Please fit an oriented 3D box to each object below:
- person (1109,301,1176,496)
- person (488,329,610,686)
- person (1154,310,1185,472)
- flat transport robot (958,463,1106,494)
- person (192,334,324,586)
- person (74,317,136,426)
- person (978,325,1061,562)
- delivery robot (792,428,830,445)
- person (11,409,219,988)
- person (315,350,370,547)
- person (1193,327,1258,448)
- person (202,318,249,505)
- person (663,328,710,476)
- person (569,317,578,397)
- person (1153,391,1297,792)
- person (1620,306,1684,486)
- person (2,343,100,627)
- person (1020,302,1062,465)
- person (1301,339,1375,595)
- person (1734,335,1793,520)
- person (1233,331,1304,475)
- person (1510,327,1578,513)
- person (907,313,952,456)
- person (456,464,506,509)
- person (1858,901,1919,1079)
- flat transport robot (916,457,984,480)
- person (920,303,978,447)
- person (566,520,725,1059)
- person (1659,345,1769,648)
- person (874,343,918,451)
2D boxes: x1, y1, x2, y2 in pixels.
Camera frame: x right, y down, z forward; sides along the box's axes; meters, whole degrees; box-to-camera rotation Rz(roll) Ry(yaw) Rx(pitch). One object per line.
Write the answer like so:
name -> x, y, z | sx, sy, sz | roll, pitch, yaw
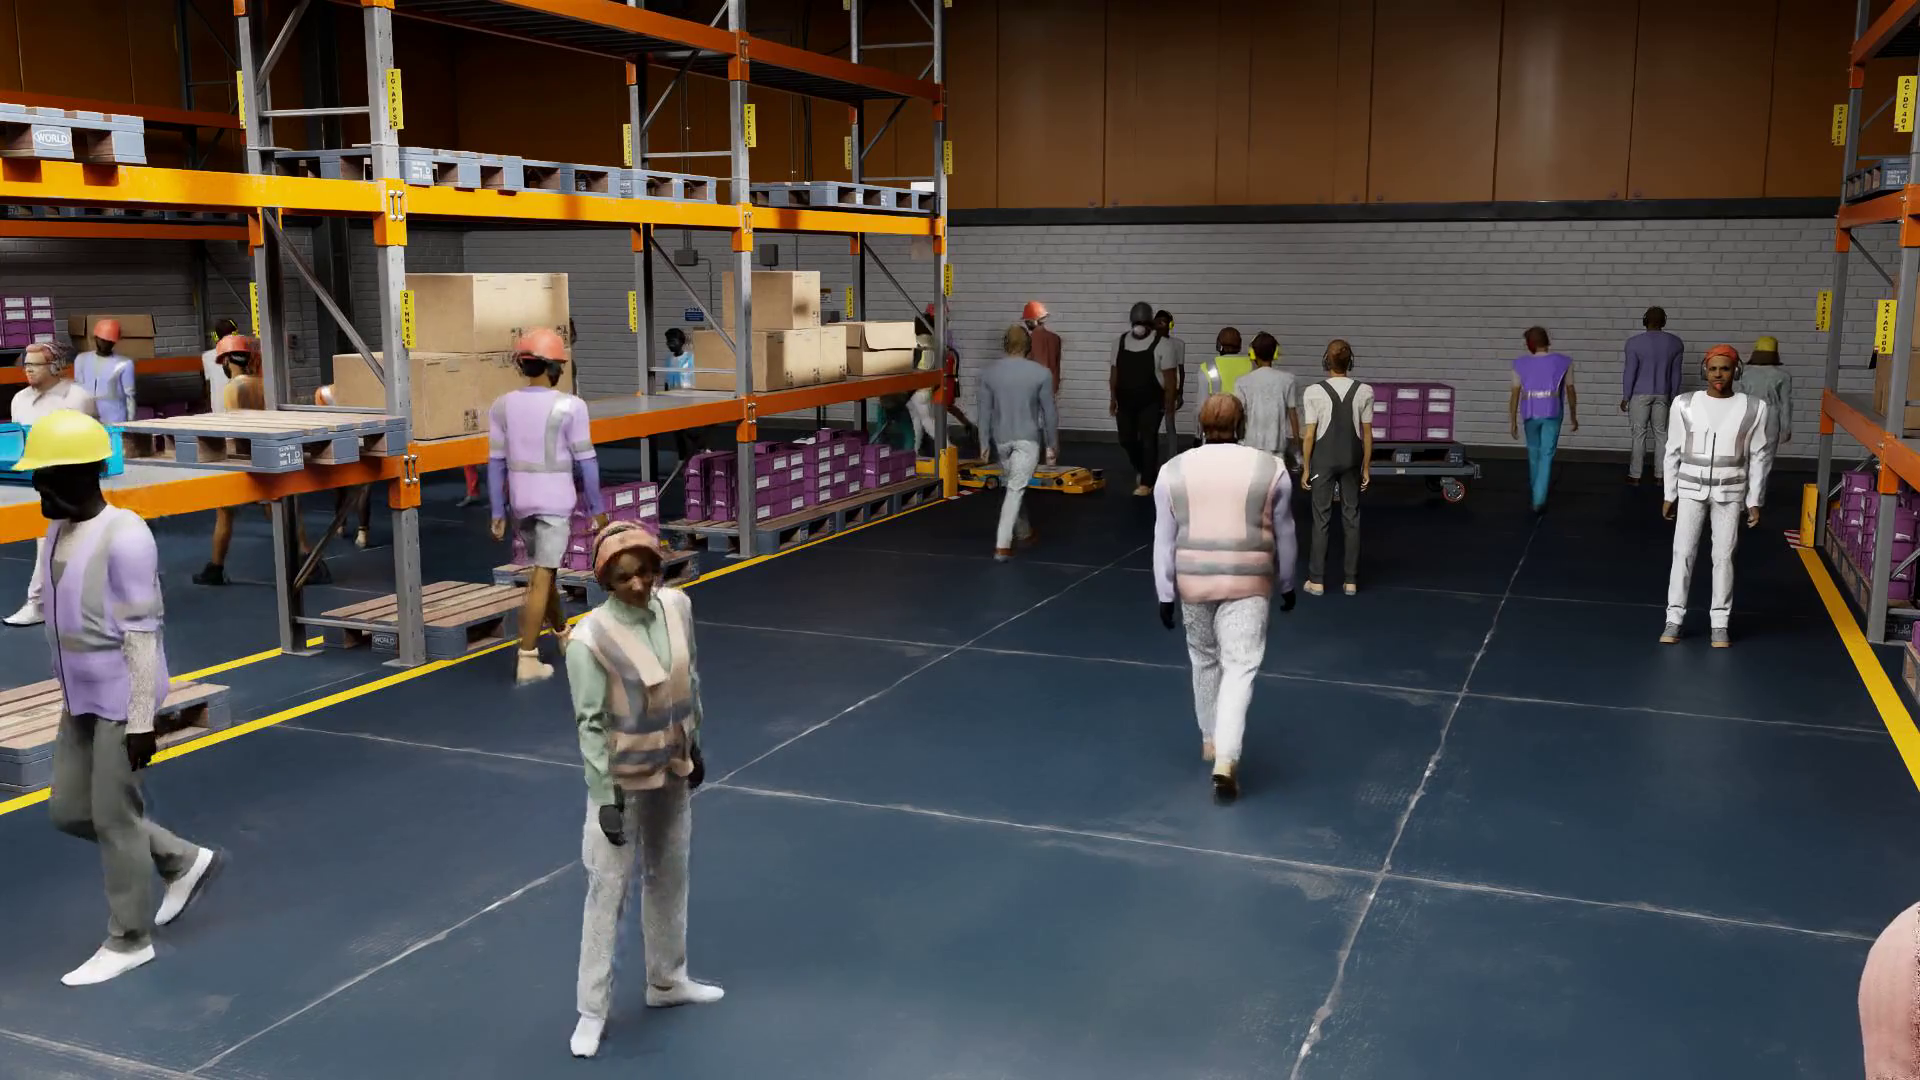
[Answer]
person -> 1.892, -1.487, 17.254 | 0.700, 2.000, 0.684 | 5, 11, 29
person -> -2.345, -0.215, 9.650 | 0.611, 1.995, 1.001 | 4, 10, 22
person -> 2.291, -1.664, 18.842 | 0.524, 1.871, 0.325 | 5, 11, 27
flat transport robot -> 0.763, -0.666, 17.628 | 1.431, 0.197, 0.652 | 5, 10, 26
person -> -5.218, -0.582, 12.303 | 0.965, 1.884, 0.547 | 2, 10, 12
person -> -8.012, -1.154, 15.682 | 0.578, 1.898, 0.786 | 1, 9, 4
person -> 0.474, -0.790, 13.522 | 0.631, 1.888, 1.040 | 5, 10, 26
delivery robot -> -1.506, -1.011, 18.578 | 0.707, 0.478, 0.477 | 2, 10, 14
person -> -2.807, 0.511, 5.551 | 0.586, 1.912, 0.519 | 7, 12, 36
person -> -5.204, -0.791, 14.185 | 0.549, 1.646, 0.887 | -4, 10, -25
person -> 2.317, -0.924, 14.442 | 0.634, 1.842, 0.429 | -2, 10, -13
person -> -7.186, -1.253, 16.402 | 0.504, 1.851, 0.604 | 0, 9, 1
person -> -3.089, -1.550, 18.729 | 0.564, 1.673, 0.484 | 6, 11, 33
person -> -3.590, -1.063, 14.992 | 0.354, 1.936, 0.635 | -4, 10, -23
person -> 1.204, 0.222, 7.645 | 0.636, 1.808, 0.939 | 3, 10, 19
person -> 7.419, -1.540, 17.882 | 0.635, 1.939, 0.366 | 0, 9, -3
person -> -6.100, -0.395, 11.203 | 0.657, 1.856, 1.024 | 3, 10, 20
person -> 0.879, -1.677, 18.634 | 0.669, 1.951, 0.684 | -6, 11, -32
person -> 2.702, -0.516, 11.957 | 0.508, 1.847, 0.345 | 0, 9, 0
person -> 7.491, -1.044, 15.530 | 0.491, 1.727, 0.536 | 8, 12, 39
person -> 2.401, -0.702, 13.062 | 0.569, 1.851, 0.499 | 1, 9, 4
person -> 5.639, -1.167, 16.124 | 0.605, 1.769, 1.007 | 5, 10, 26
person -> -0.387, -1.814, 19.955 | 0.890, 1.812, 0.627 | 6, 11, 31
person -> -4.681, -1.159, 16.156 | 0.534, 1.751, 0.570 | 7, 12, 37
person -> 1.449, 1.083, 2.092 | 0.645, 1.905, 0.400 | 0, 9, -3
flat transport robot -> -0.469, -0.788, 18.368 | 1.431, 0.197, 0.652 | 5, 11, 29
person -> -0.212, -2.145, 21.690 | 0.950, 1.907, 0.539 | 0, 9, 0
person -> -0.973, 0.732, 5.092 | 0.326, 1.618, 0.599 | 6, 11, 31
person -> 4.674, -0.269, 10.349 | 0.572, 1.883, 0.358 | 5, 10, 26
person -> -0.693, -1.404, 17.690 | 0.627, 1.734, 0.669 | 5, 11, 30
